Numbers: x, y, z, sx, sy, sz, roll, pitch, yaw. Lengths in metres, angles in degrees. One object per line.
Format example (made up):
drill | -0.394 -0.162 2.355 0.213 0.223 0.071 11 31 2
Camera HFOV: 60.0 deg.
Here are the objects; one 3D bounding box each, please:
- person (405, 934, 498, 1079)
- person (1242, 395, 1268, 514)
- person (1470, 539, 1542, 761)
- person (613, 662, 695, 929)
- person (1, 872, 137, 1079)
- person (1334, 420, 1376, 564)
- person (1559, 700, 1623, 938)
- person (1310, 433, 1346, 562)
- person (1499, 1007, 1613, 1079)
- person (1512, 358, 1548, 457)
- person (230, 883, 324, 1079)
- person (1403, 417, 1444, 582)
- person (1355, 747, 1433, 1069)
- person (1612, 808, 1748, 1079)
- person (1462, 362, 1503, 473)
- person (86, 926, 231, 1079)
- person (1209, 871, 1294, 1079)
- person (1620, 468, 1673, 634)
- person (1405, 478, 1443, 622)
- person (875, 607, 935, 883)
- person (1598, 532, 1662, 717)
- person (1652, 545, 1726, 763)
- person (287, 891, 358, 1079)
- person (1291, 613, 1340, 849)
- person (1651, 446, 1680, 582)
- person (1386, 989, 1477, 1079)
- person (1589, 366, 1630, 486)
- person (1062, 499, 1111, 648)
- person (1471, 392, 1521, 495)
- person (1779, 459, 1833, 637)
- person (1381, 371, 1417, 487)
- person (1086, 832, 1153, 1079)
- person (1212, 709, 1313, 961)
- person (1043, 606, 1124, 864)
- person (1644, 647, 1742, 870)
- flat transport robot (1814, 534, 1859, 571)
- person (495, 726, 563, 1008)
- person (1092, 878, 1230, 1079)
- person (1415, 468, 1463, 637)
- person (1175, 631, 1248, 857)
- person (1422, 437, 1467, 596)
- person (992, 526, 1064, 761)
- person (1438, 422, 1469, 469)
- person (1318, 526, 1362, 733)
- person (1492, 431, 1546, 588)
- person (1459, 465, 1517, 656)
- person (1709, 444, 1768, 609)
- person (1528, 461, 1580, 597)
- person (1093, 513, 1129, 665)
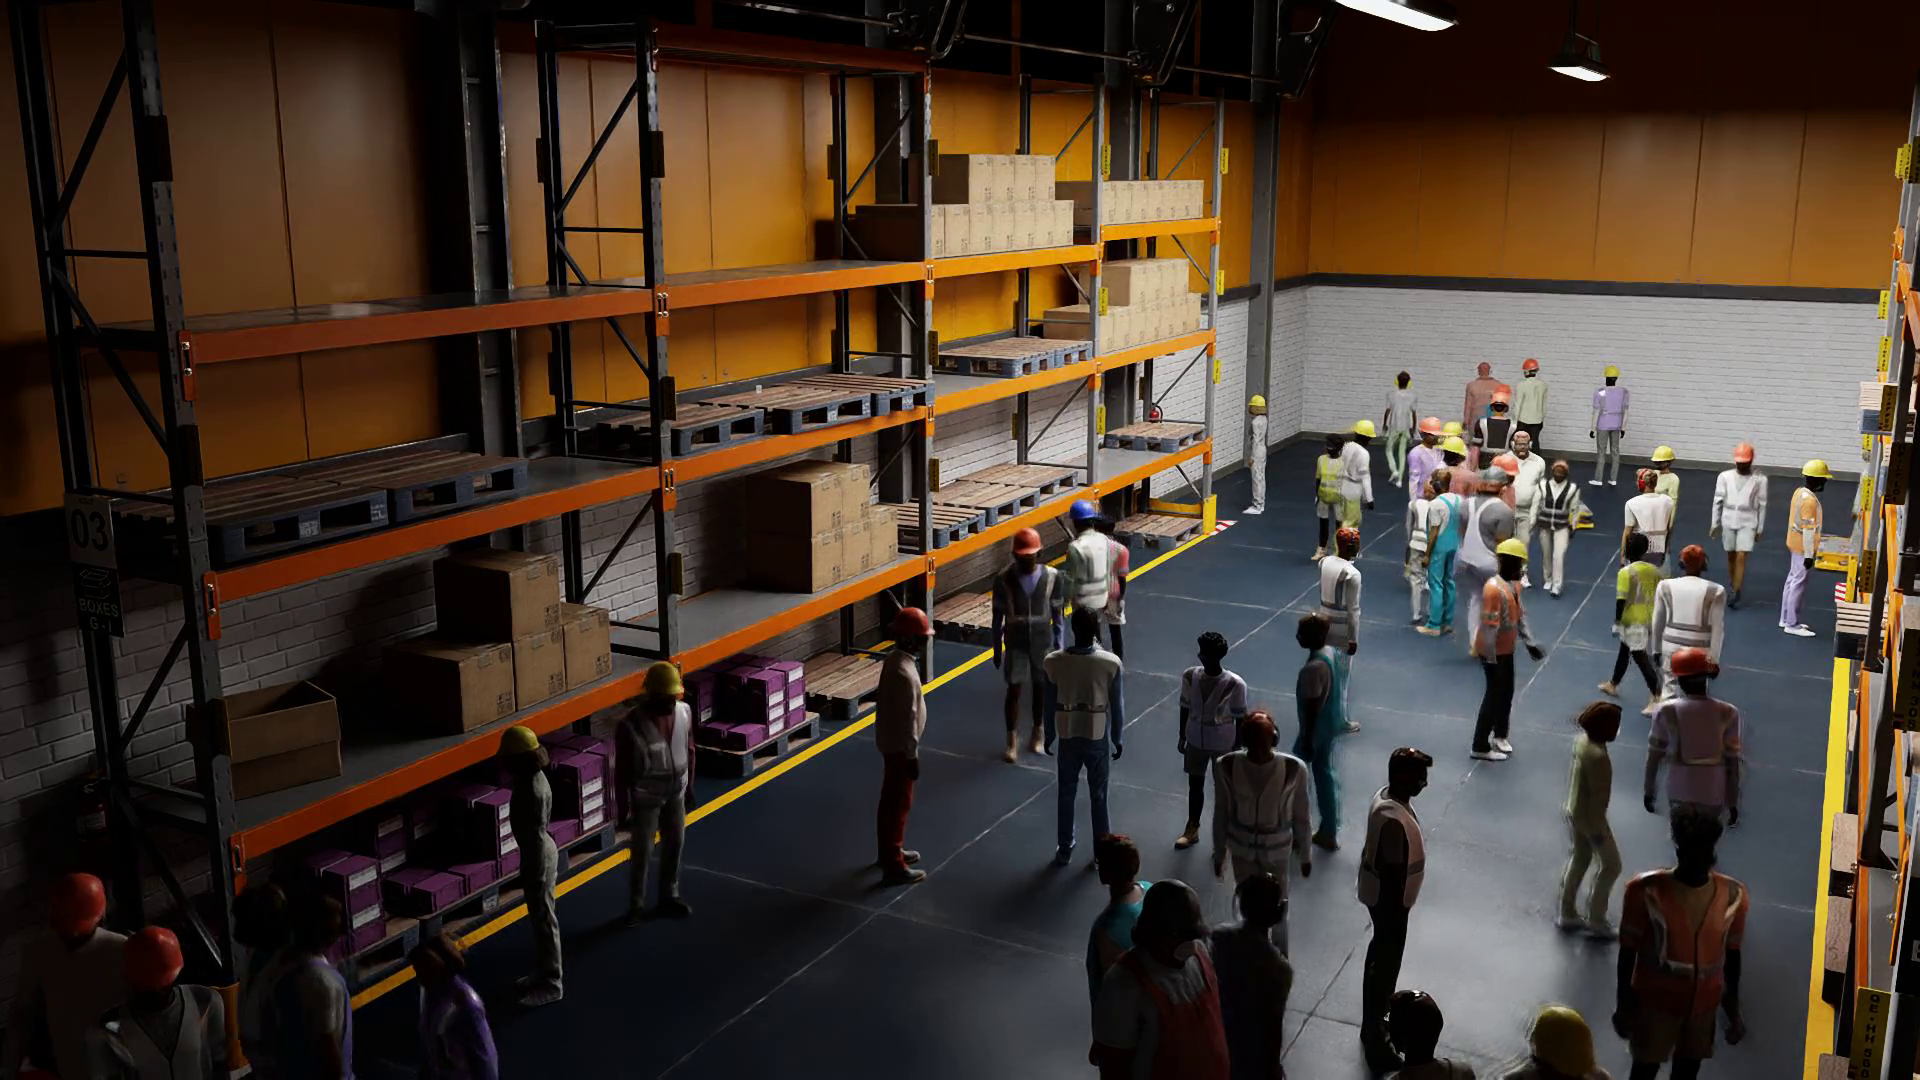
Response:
person | -2.329 2.551 7.688 0.854 1.582 0.518 -9 15 -34
person | 4.339 -1.257 24.409 0.295 1.743 0.492 6 14 24
person | 4.672 0.930 14.309 0.464 1.891 0.632 8 15 33
person | -2.013 1.681 11.099 0.623 1.813 0.438 -12 17 -43
person | -3.971 2.421 7.467 0.644 1.936 0.975 3 13 12
person | 5.058 -0.602 21.154 0.686 1.893 0.602 -3 13 -12
person | 4.218 1.822 10.905 0.479 1.613 0.532 1 13 6
person | 4.765 -0.530 21.251 0.536 1.699 0.322 11 17 41
person | 2.342 2.665 6.749 0.600 1.797 0.739 -4 13 -18
person | 9.207 -1.944 26.937 0.612 1.987 0.403 -4 13 -19
person | -3.089 2.435 7.703 0.436 1.823 0.667 -9 16 -36
person | 5.695 -0.495 20.325 0.382 2.039 0.615 12 17 42
person | 2.430 2.048 9.398 0.390 1.838 0.563 2 13 10
person | 3.548 2.256 8.202 0.614 1.964 0.404 0 13 1
person | 8.538 -1.961 27.209 0.636 1.903 0.405 0 13 -1
person | -3.332 2.527 7.034 0.551 1.933 0.376 -11 16 -40
person | 1.356 2.421 7.844 0.954 1.799 0.506 -12 17 -42
person | 7.388 0.143 17.935 0.561 1.836 0.395 -3 13 -13
person | 5.256 0.092 18.661 0.532 1.606 0.747 6 14 26
person | -0.386 1.437 11.816 0.424 1.984 0.613 -2 13 -8
person | 6.375 0.766 15.578 0.574 1.641 0.850 -10 16 -37
person | 6.249 0.952 14.292 0.589 1.838 0.903 8 15 33
person | -2.903 2.433 7.736 0.594 1.810 0.604 9 15 34
person | 2.613 1.396 12.359 0.554 1.817 0.621 8 15 31
person | 8.365 -0.257 19.906 0.333 1.760 0.527 -3 13 -12
person | 1.804 2.664 6.653 0.508 1.840 0.342 -6 14 -23
person | 10.322 -1.813 26.474 0.587 1.930 0.356 -1 13 -5
person | 1.183 0.565 15.830 0.441 1.927 0.600 8 15 31
person | 7.267 -1.001 22.633 0.612 2.029 0.409 2 13 10
person | 9.166 0.075 18.028 0.370 1.925 0.594 4 13 16
person | 6.962 -1.758 26.398 0.560 1.852 0.405 1 13 2
person | 0.808 2.325 8.147 0.372 1.840 0.570 6 14 26
person | 1.826 1.885 10.080 0.593 1.864 0.489 5 13 19
person | 0.889 1.417 12.037 0.587 1.920 0.391 2 13 9
person | 4.858 1.653 11.076 0.562 1.873 0.951 3 13 14
flat transport robot | 11.388 0.172 21.334 0.652 0.197 1.431 8 15 31
person | -2.605 1.952 10.073 0.324 1.730 0.490 -5 14 -22
person | 0.914 2.426 7.247 0.535 2.000 0.686 12 17 43
person | 5.190 0.128 17.989 0.506 1.840 0.343 -10 16 -38
person | 1.839 1.489 12.217 0.540 1.695 0.317 8 15 33
person | 5.738 -0.290 19.728 0.665 1.889 0.620 3 13 13
person | 0.578 0.878 14.200 0.614 2.046 0.426 -1 13 -5
person | 6.378 -0.680 21.804 0.651 1.740 0.543 -10 16 -37
person | 3.405 0.800 14.907 0.357 1.880 0.568 -5 13 -20
person | 6.719 -0.366 20.052 0.655 1.906 0.407 1 13 3
person | 5.462 0.221 17.121 0.545 2.000 0.736 -5 14 -21
person | 8.935 -0.161 19.157 0.550 1.885 0.974 10 16 38
person | 7.019 -0.132 19.698 0.524 1.595 0.829 7 14 29
person | 1.413 0.557 16.408 0.531 1.691 0.318 8 15 33
